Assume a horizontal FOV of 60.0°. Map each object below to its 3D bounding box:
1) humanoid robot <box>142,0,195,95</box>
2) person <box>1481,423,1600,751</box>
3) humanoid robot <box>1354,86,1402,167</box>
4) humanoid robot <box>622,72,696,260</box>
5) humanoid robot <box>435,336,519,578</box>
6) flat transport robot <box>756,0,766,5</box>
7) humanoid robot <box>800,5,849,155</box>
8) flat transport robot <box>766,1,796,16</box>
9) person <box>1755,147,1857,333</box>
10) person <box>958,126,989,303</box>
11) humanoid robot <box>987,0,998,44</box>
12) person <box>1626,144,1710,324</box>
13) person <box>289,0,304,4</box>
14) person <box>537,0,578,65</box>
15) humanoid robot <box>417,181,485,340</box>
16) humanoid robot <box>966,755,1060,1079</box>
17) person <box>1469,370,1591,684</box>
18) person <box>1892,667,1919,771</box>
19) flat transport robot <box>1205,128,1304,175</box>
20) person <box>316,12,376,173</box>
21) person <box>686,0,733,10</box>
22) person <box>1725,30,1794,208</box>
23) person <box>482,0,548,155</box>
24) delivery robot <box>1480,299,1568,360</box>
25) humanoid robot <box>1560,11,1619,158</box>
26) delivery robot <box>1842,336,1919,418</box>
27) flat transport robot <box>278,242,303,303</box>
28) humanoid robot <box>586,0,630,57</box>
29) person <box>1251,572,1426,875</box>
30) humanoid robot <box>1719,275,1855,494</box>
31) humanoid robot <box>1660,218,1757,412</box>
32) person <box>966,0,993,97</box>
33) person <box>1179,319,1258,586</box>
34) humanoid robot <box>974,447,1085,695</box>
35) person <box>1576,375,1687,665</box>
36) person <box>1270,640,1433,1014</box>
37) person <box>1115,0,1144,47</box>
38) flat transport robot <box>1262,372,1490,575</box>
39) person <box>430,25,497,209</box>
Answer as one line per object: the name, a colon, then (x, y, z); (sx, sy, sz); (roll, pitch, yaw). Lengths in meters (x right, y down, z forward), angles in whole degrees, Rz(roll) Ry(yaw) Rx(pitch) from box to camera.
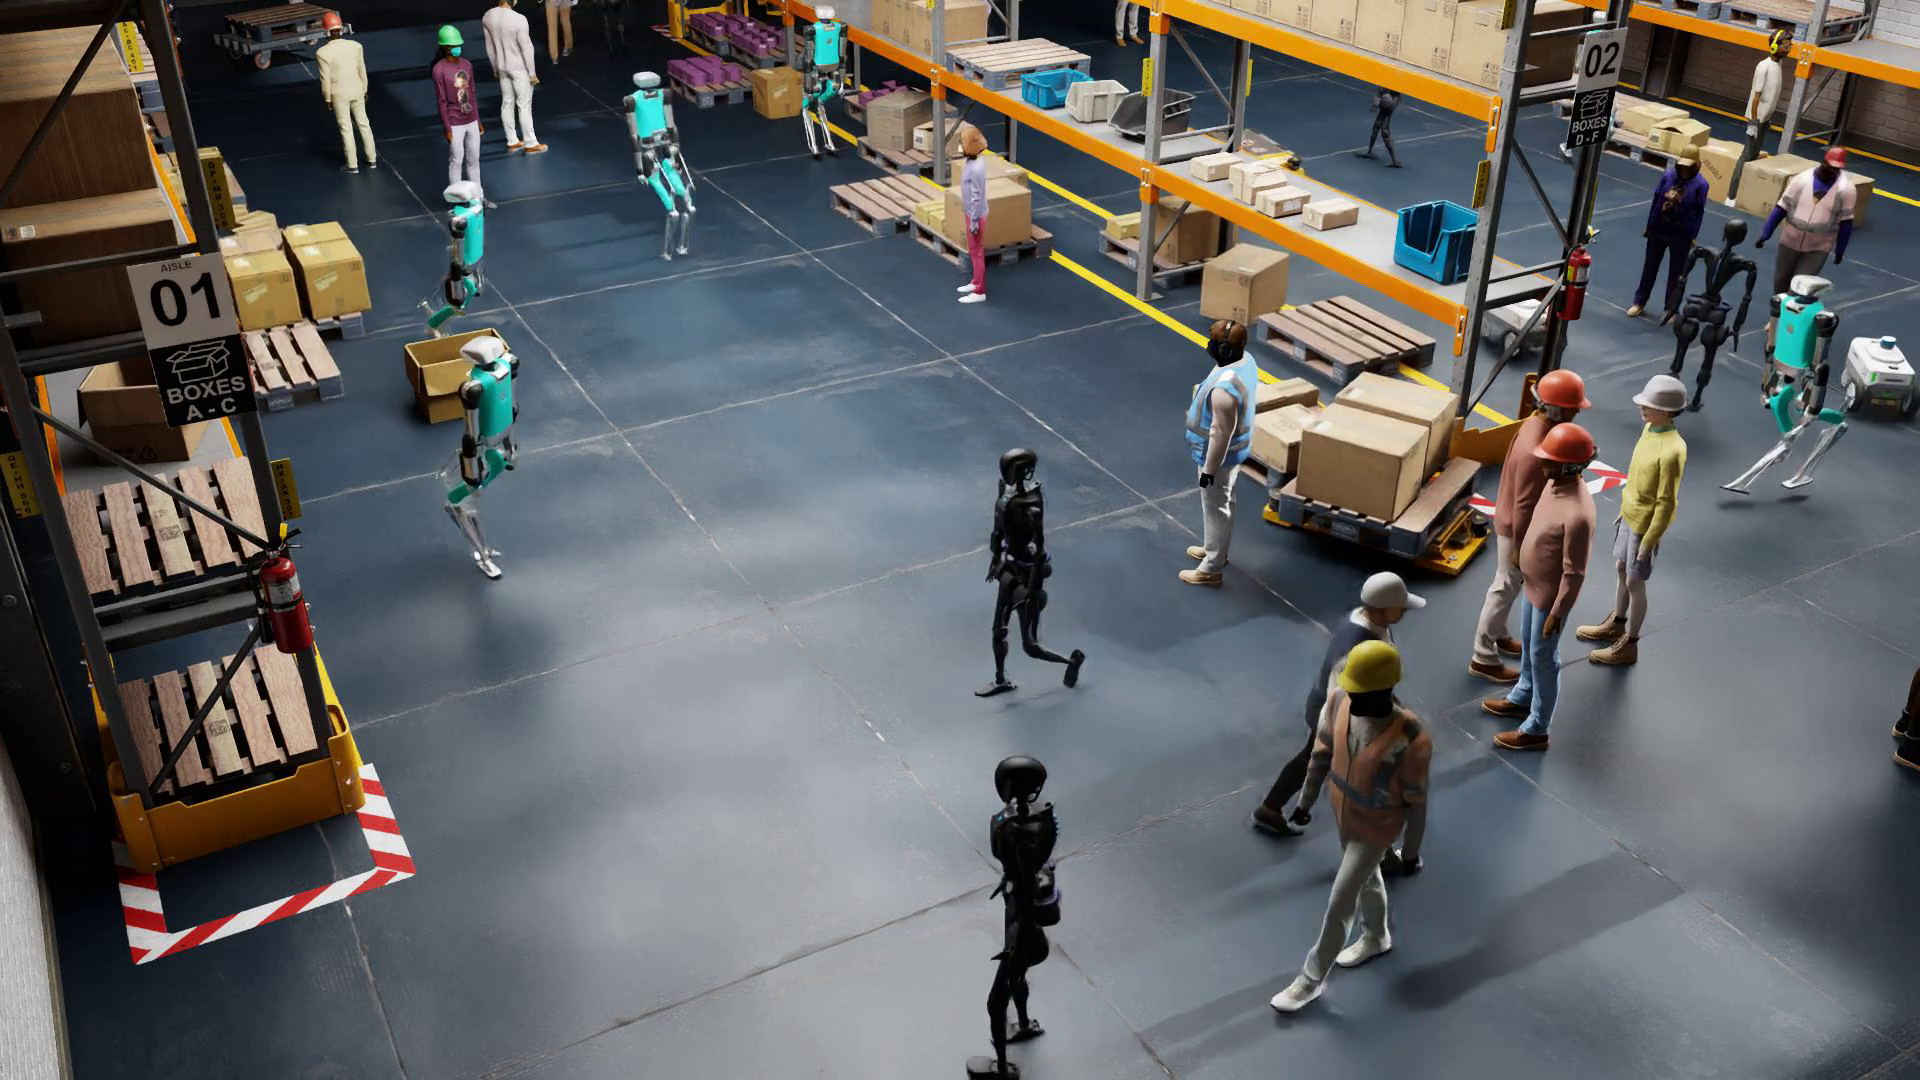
humanoid robot: (-10.321, -6.600, 21.545); (0.756, 1.622, 0.634); (13, 32, 21)
person: (3.240, 0.262, 9.224); (0.393, 1.991, 0.622); (2, 30, 4)
humanoid robot: (4.819, -5.073, 18.855); (0.615, 1.641, 0.603); (14, 33, 23)
humanoid robot: (-2.839, -3.621, 16.245); (0.536, 1.766, 0.814); (-24, 38, -36)
humanoid robot: (-3.213, -0.518, 10.858); (0.816, 1.798, 0.584); (10, 31, 16)
flat transport robot: (-3.017, -8.879, 26.866); (0.659, 0.231, 1.431); (-6, 30, -10)
humanoid robot: (-1.614, -5.281, 19.000); (0.533, 1.673, 0.735); (-15, 33, -24)
flat transport robot: (-2.315, -8.368, 25.977); (1.431, 0.231, 0.659); (-3, 30, -6)
person: (7.289, -2.561, 14.390); (0.672, 1.722, 0.491); (21, 36, 32)
person: (0.119, -2.978, 15.234); (0.283, 1.628, 0.500); (-2, 30, -4)
humanoid robot: (0.314, -7.739, 23.479); (0.589, 1.642, 0.594); (19, 35, 29)
person: (6.327, -2.725, 14.792); (0.455, 1.621, 0.350); (21, 36, 32)
person: (-9.845, -8.418, 24.499); (0.430, 1.832, 0.640); (-7, 31, -12)
person: (-5.581, -7.491, 23.027); (0.608, 1.685, 0.906); (0, 30, 0)
humanoid robot: (-4.188, -2.047, 13.511); (0.837, 1.794, 0.609); (3, 30, 5)
humanoid robot: (0.219, 1.597, 7.211); (0.407, 1.644, 0.611); (-1, 30, -2)
person: (3.366, -0.090, 9.853); (0.406, 1.984, 0.620); (13, 32, 21)
person: (5.513, 0.371, 9.061); (0.362, 1.963, 0.611); (14, 33, 23)
flat transport robot: (3.333, -4.450, 19.156); (0.659, 0.231, 1.431); (-9, 31, -16)
person: (-6.890, -5.011, 18.641); (0.324, 1.751, 0.559); (24, 37, 35)
person: (-3.977, -9.051, 25.626); (0.905, 1.806, 0.531); (-7, 31, -11)
person: (8.434, -4.418, 17.495); (0.317, 1.870, 0.527); (23, 37, 34)
person: (-5.143, -5.425, 19.179); (0.636, 1.937, 0.357); (15, 33, 24)
delivery robot: (4.892, -1.915, 14.469); (0.499, 0.608, 0.806); (-10, 31, -17)
humanoid robot: (7.110, -4.967, 18.571); (0.541, 1.734, 0.982); (-1, 30, -2)
delivery robot: (7.447, -1.334, 13.464); (0.499, 0.614, 0.798); (6, 30, 10)
flat transport robot: (-6.217, -2.541, 15.834); (0.659, 0.231, 1.431); (-5, 30, -8)
humanoid robot: (-4.964, -7.677, 23.371); (0.615, 1.647, 0.523); (-3, 30, -4)
person: (1.954, 0.898, 8.407); (0.916, 1.703, 0.743); (9, 31, 14)
humanoid robot: (5.995, -1.056, 11.777); (0.974, 1.744, 0.549); (-11, 32, -18)
humanoid robot: (5.839, -1.740, 13.068); (0.616, 1.648, 0.617); (22, 36, 33)
person: (0.210, -6.712, 21.475); (0.415, 1.893, 0.647); (-11, 32, -19)
person: (1.674, -0.573, 10.829); (0.429, 1.844, 0.626); (9, 31, 15)
humanoid robot: (0.411, 0.177, 9.698); (0.617, 1.638, 0.615); (-13, 32, -21)
person: (4.090, -0.115, 9.986); (0.388, 1.888, 0.489); (1, 30, 2)
person: (1.734, 1.283, 7.545); (0.900, 1.884, 0.603); (-15, 33, -25)
person: (2.454, -8.063, 23.814); (0.561, 1.898, 0.352); (-17, 34, -26)
flat transport robot: (2.922, -0.156, 11.682); (1.431, 0.231, 0.659); (19, 35, 29)
person: (-5.218, -4.373, 17.335); (0.419, 1.951, 0.489); (19, 35, 29)
